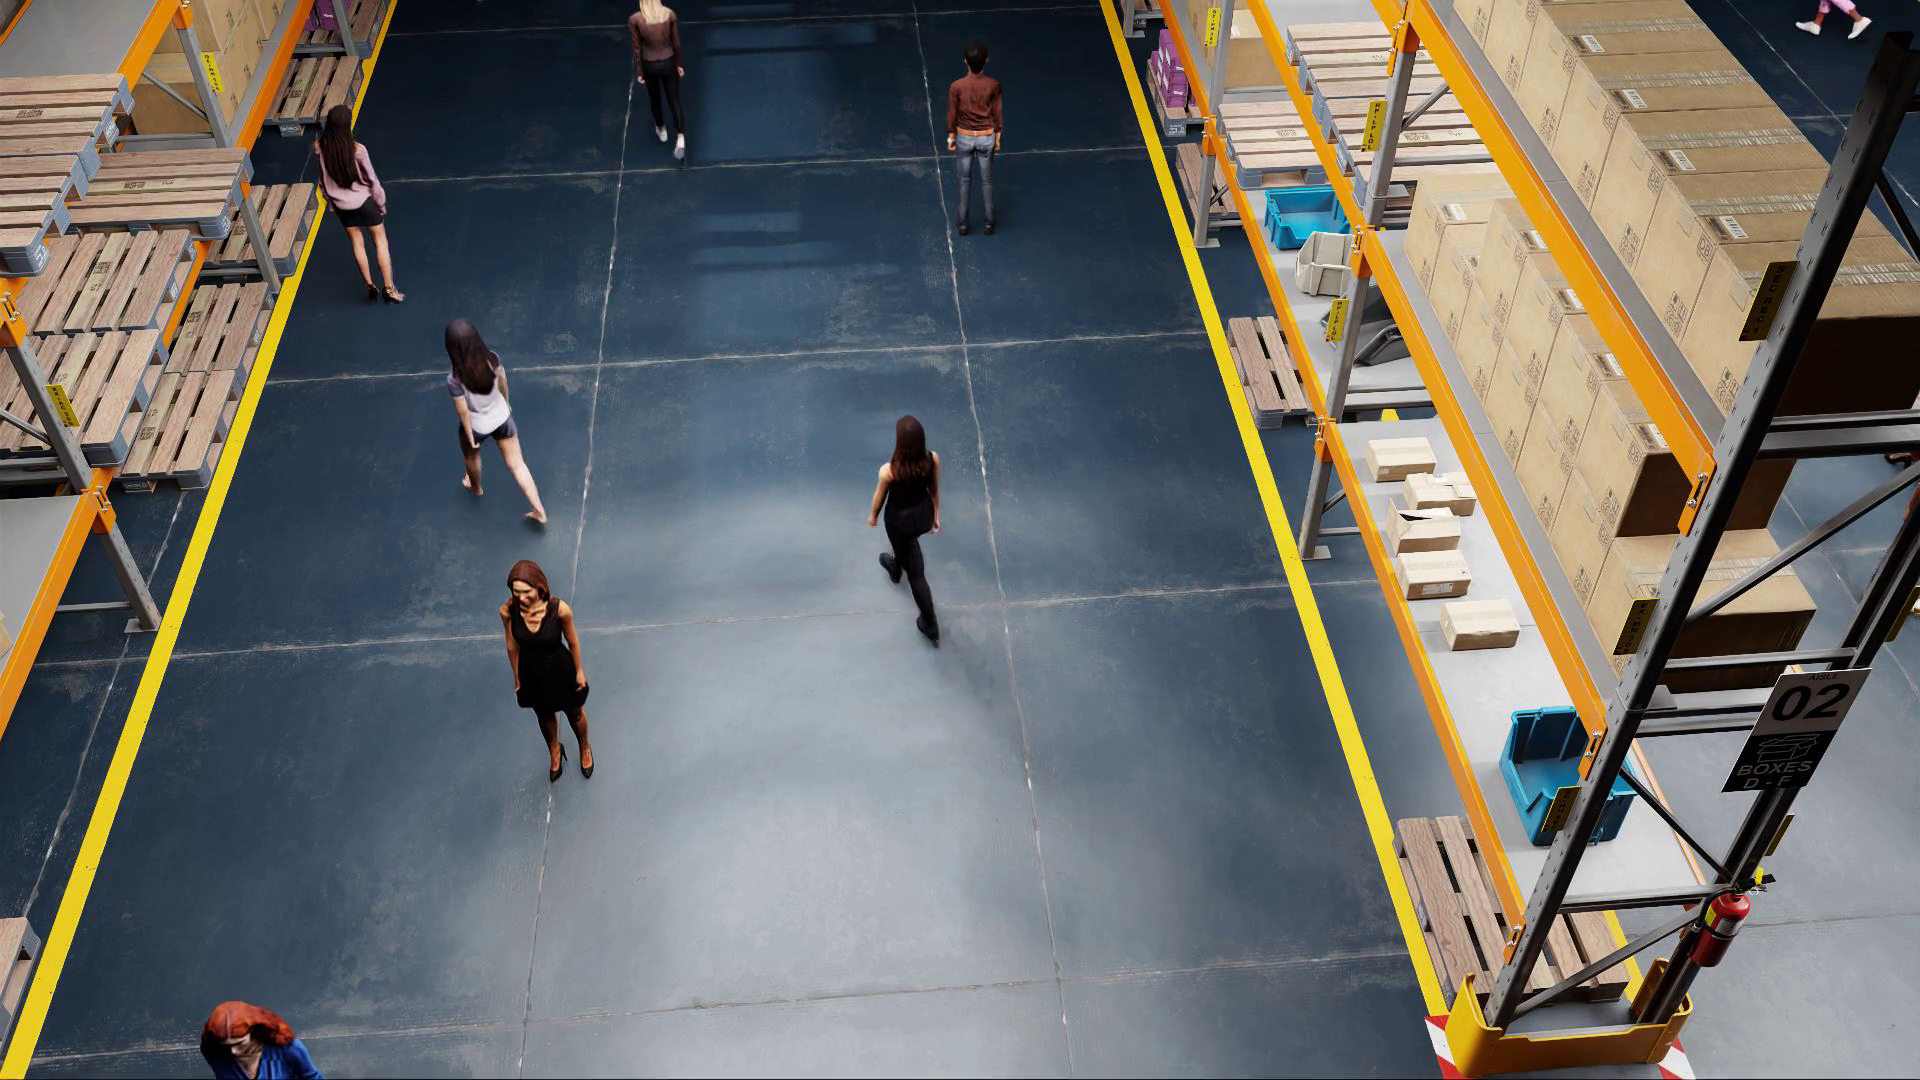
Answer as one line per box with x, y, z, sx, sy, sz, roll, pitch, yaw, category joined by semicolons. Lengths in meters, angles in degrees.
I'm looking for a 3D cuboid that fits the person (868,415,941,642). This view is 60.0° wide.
-0.303;-0.054;10.959;0.946;1.644;1.203;-24;48;-23;person

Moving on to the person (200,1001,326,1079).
-3.212;2.680;7.960;0.635;1.823;0.784;-1;44;-1;person

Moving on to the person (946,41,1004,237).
0.136;-3.465;14.443;0.638;1.777;0.502;-2;44;-2;person

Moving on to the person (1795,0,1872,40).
9.211;-5.938;17.077;0.993;1.724;0.960;27;50;26;person

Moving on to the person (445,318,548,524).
-3.281;-0.790;11.719;1.178;1.662;1.084;33;53;30;person

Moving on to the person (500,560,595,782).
-2.438;0.805;9.920;0.575;1.834;0.517;-3;44;-3;person

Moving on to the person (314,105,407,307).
-4.974;-2.739;13.662;0.692;1.802;0.614;-5;44;-5;person

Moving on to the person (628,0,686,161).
-2.774;-4.344;15.436;0.780;1.680;1.115;-13;45;-13;person
